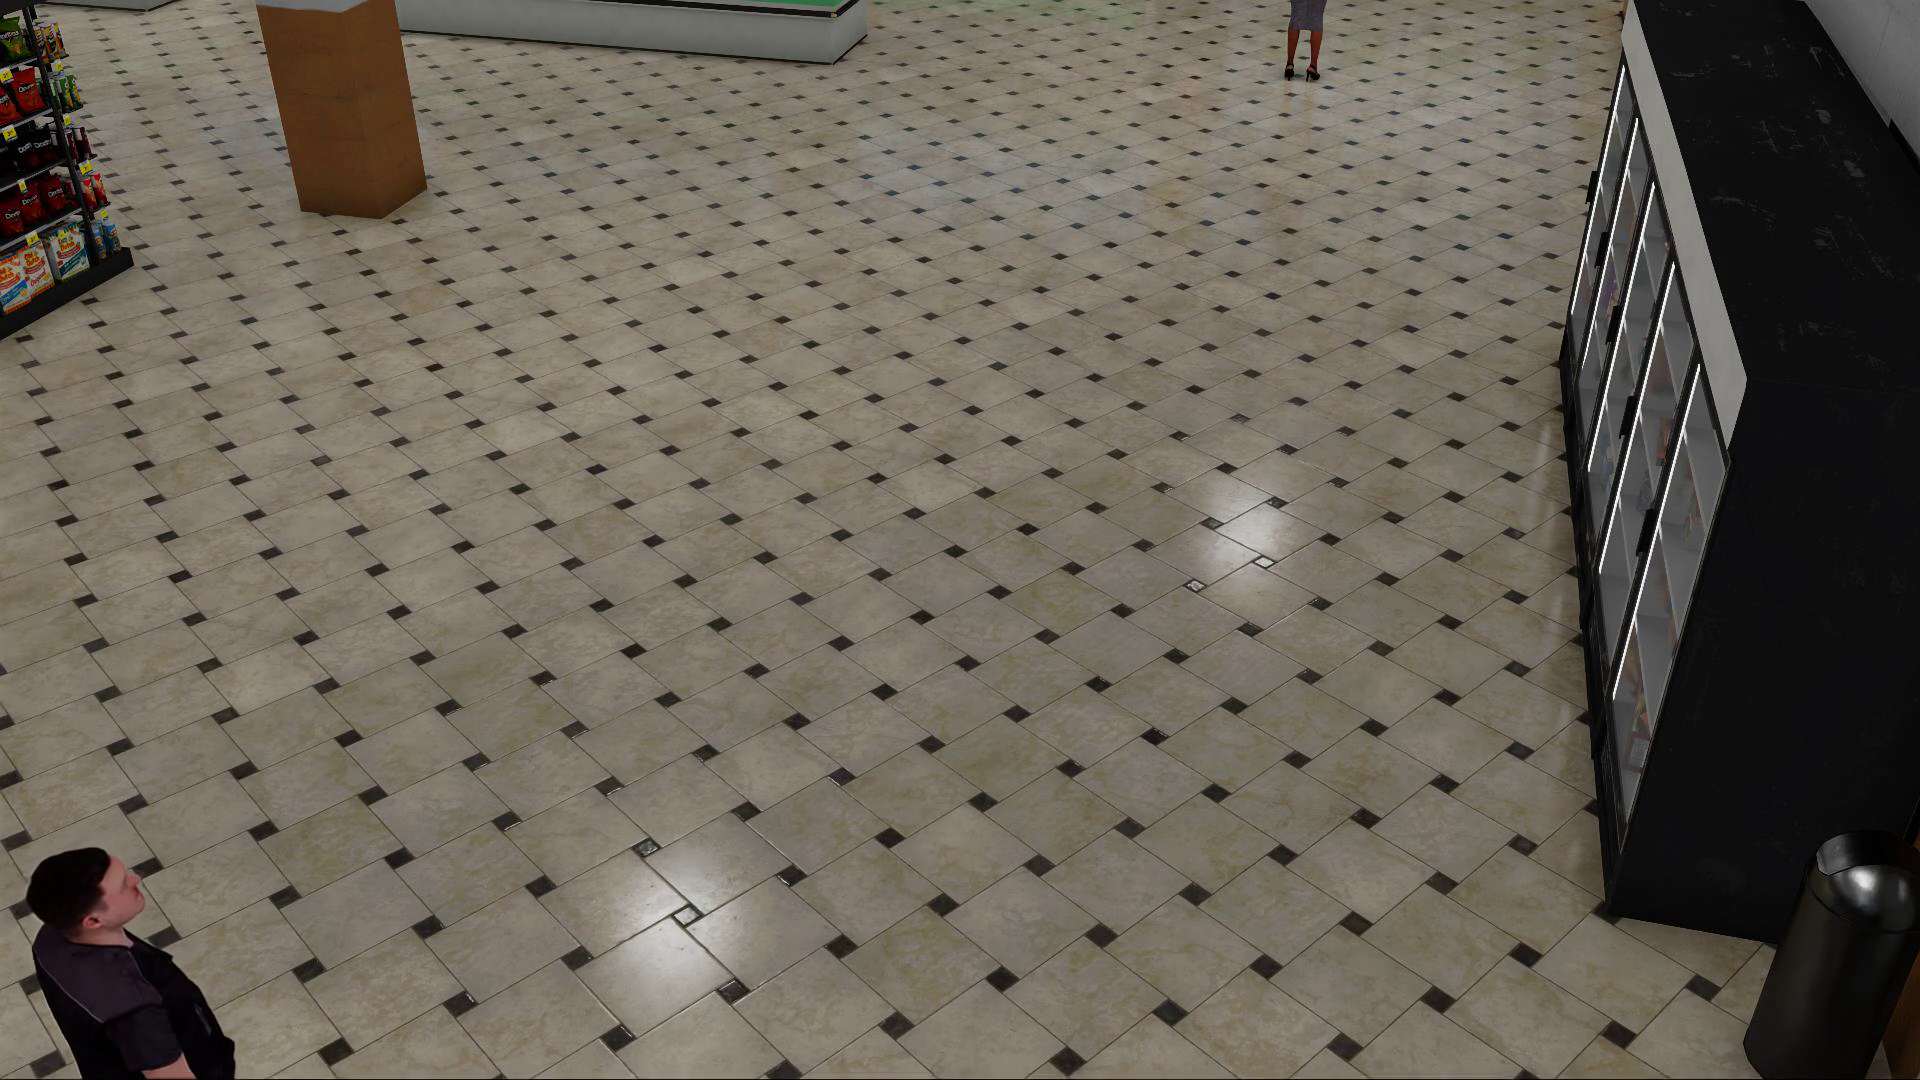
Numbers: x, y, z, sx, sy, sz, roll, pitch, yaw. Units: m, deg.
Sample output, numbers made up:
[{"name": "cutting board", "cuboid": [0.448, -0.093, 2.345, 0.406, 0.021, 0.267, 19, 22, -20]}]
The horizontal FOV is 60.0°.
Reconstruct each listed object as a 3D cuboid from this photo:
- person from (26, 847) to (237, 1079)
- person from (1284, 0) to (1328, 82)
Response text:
[{"name": "person", "cuboid": [-2.164, 1.545, 4.529, 0.728, 1.846, 0.871, 27, 41, 36]}, {"name": "person", "cuboid": [3.230, -5.142, 15.337, 0.480, 1.781, 0.664, 12, 34, 18]}]
